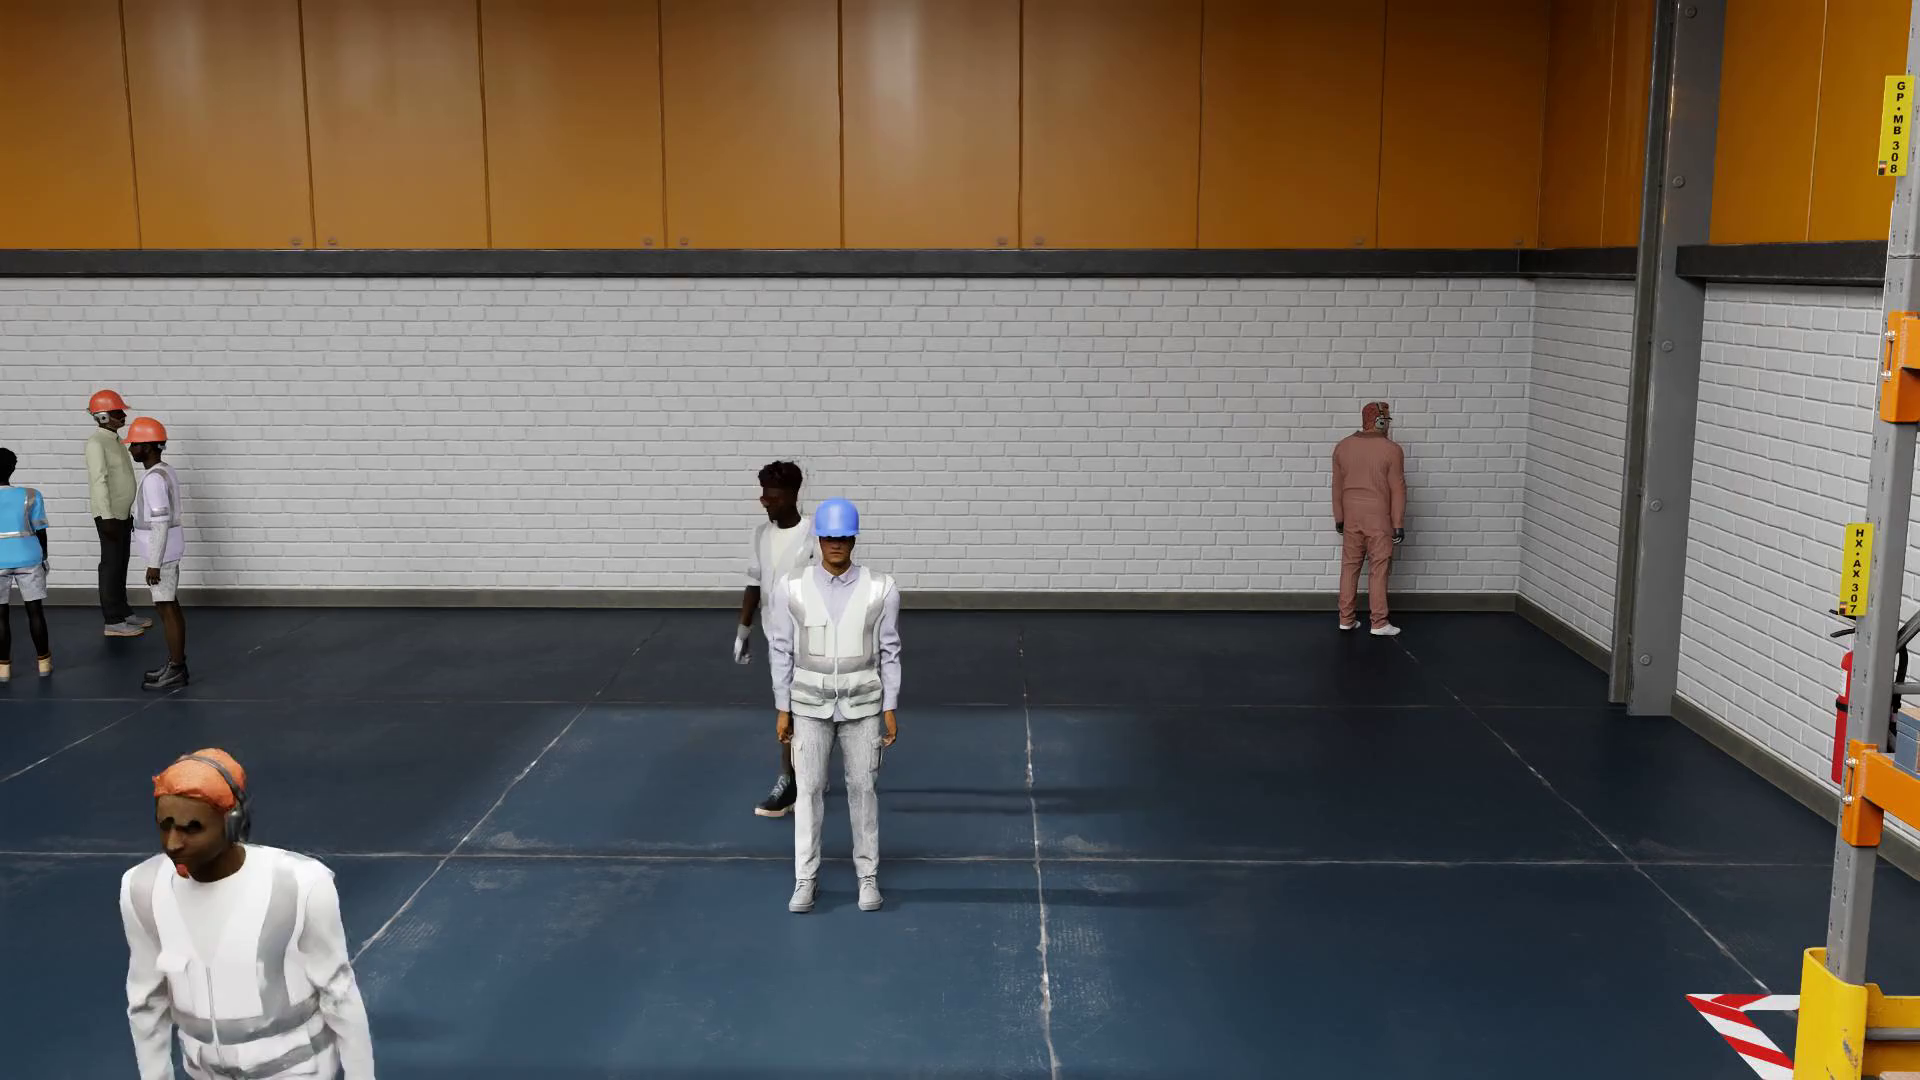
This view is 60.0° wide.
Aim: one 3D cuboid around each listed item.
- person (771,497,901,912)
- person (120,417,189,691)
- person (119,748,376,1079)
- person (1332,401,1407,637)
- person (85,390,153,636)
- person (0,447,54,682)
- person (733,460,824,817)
[{"bbox_3d":[-0.574,0.765,7.761,0.605,1.951,0.384,-1,9,-3],"label":"person"},{"bbox_3d":[-5.704,0.095,11.813,0.359,1.938,0.545,-4,10,-20],"label":"person"},{"bbox_3d":[-1.849,1.413,4.269,0.609,1.832,0.826,2,10,11],"label":"person"},{"bbox_3d":[3.343,-0.174,13.522,0.403,1.903,0.651,-9,13,-44],"label":"person"},{"bbox_3d":[-6.879,-0.224,13.546,0.376,1.997,0.612,-2,10,-12],"label":"person"},{"bbox_3d":[-6.877,0.175,12.048,0.531,1.698,0.320,-7,12,-35],"label":"person"},{"bbox_3d":[-1.012,0.538,9.134,0.651,1.938,0.779,8,13,41],"label":"person"}]
